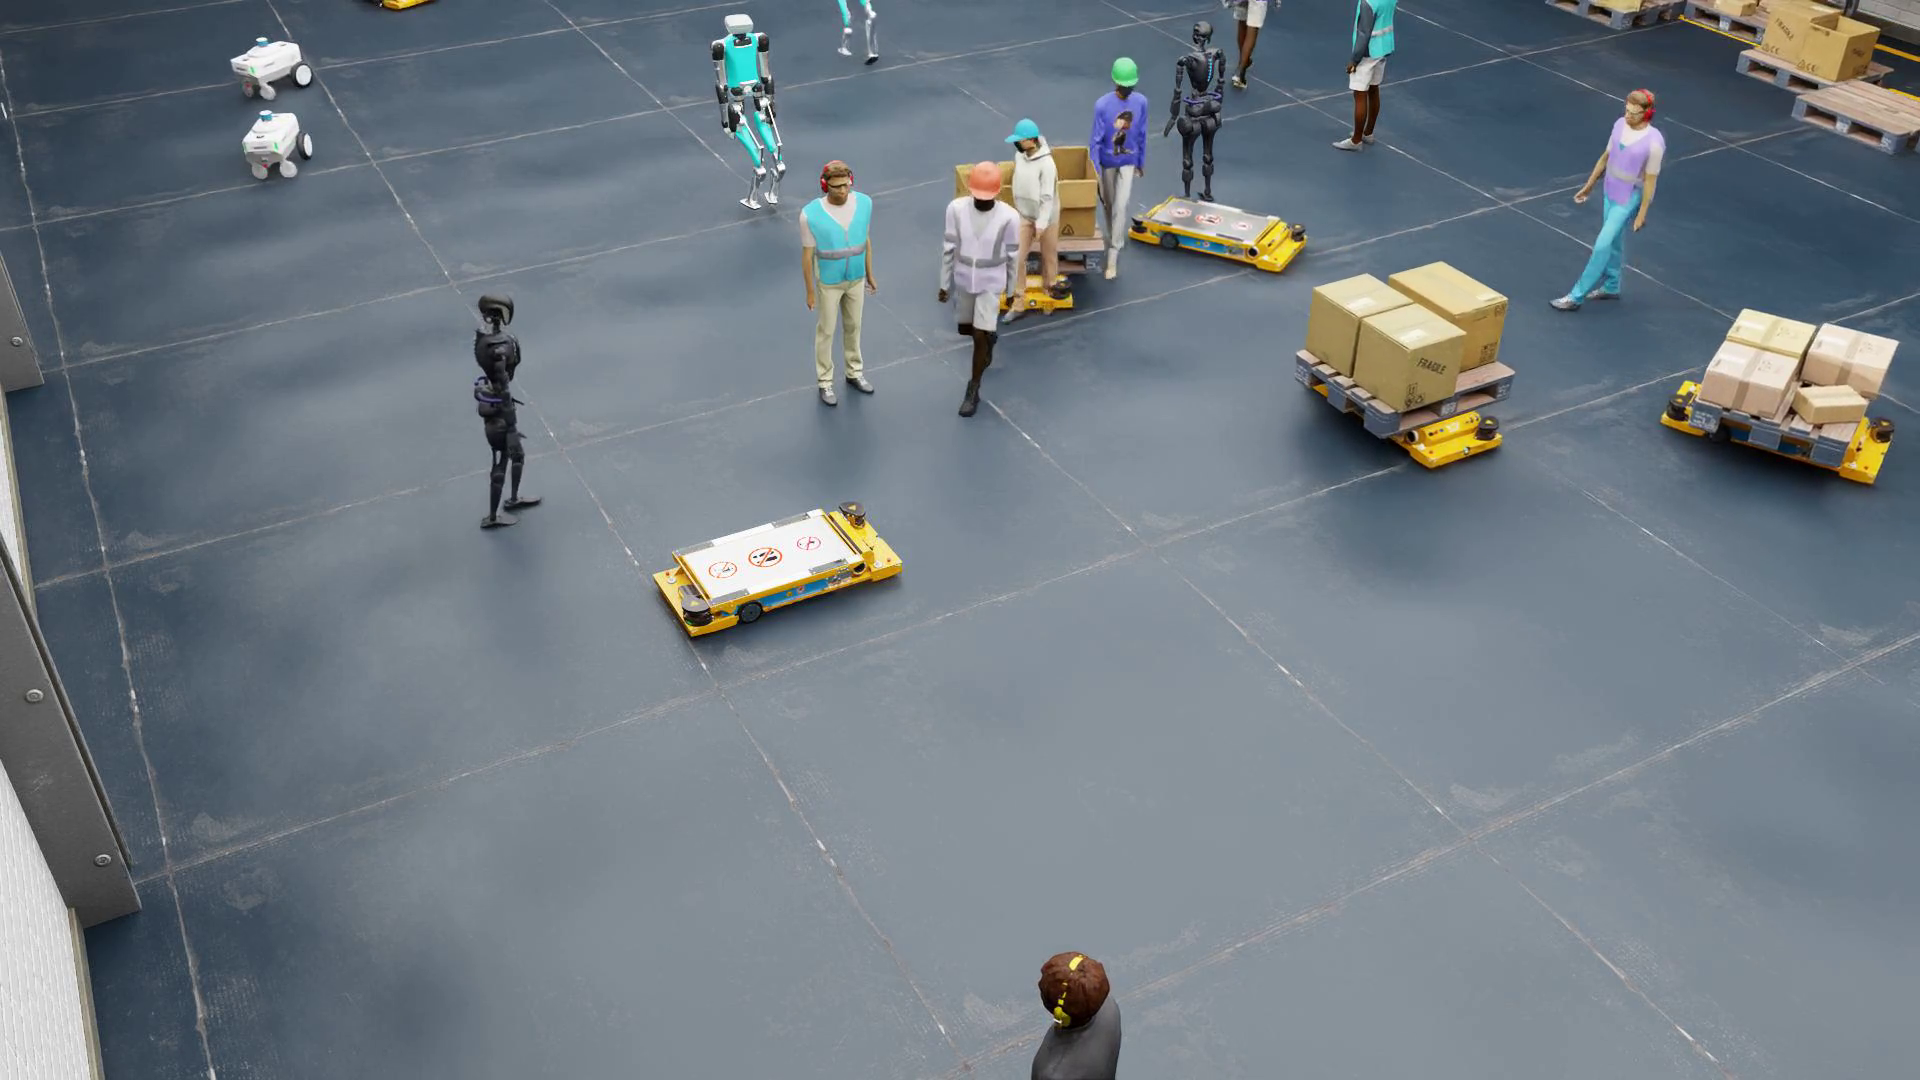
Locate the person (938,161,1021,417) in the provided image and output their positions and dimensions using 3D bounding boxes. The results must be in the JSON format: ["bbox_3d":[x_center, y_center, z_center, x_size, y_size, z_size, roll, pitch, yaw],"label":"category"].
[{"bbox_3d":[0.162,-1.893,11.998,0.575,1.899,0.791,11,36,15],"label":"person"}]

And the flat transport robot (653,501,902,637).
[{"bbox_3d":[-1.146,0.170,10.474,1.431,0.231,0.659,-17,39,-23],"label":"flat transport robot"}]

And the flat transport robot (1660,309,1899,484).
[{"bbox_3d":[5.844,-0.828,11.897,1.431,0.231,0.659,21,40,27],"label":"flat transport robot"}]

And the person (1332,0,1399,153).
[{"bbox_3d":[3.943,-4.685,15.950,0.418,1.941,0.552,27,43,33],"label":"person"}]

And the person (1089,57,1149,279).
[{"bbox_3d":[1.319,-3.191,13.949,0.479,1.836,0.895,3,35,4],"label":"person"}]

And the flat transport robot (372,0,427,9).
[{"bbox_3d":[-7.095,-6.799,20.422,1.431,0.231,0.659,22,41,28],"label":"flat transport robot"}]

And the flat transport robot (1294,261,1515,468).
[{"bbox_3d":[3.213,-1.005,12.150,0.659,0.231,1.431,-17,39,-23],"label":"flat transport robot"}]

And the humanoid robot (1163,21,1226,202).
[{"bbox_3d":[2.130,-3.829,14.943,0.599,1.657,0.315,-17,39,-23],"label":"humanoid robot"}]

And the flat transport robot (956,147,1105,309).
[{"bbox_3d":[0.566,-2.354,14.077,0.659,0.231,1.431,-1,35,-2],"label":"flat transport robot"}]

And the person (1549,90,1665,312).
[{"bbox_3d":[5.121,-2.681,13.198,0.769,1.819,0.600,-6,35,-8],"label":"person"}]

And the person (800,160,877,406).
[{"bbox_3d":[-0.878,-1.880,12.025,0.569,1.842,0.373,-21,40,-27],"label":"person"}]

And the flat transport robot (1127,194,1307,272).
[{"bbox_3d":[2.253,-2.697,14.566,1.431,0.231,0.659,18,39,24],"label":"flat transport robot"}]

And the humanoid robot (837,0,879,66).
[{"bbox_3d":[-1.114,-5.996,18.031,0.543,1.771,0.982,-17,38,-23],"label":"humanoid robot"}]

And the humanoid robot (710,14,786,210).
[{"bbox_3d":[-1.791,-3.701,14.604,0.533,1.677,0.735,-17,39,-23],"label":"humanoid robot"}]

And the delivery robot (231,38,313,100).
[{"bbox_3d":[-7.315,-5.021,17.629,0.523,0.587,0.742,17,38,22],"label":"delivery robot"}]

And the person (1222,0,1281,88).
[{"bbox_3d":[3.067,-5.782,17.533,0.608,1.926,0.957,14,38,20],"label":"person"}]

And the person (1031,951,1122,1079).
[{"bbox_3d":[0.394,2.201,6.174,0.356,1.875,0.494,13,37,18],"label":"person"}]

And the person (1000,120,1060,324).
[{"bbox_3d":[0.532,-2.476,13.050,0.435,1.639,0.709,20,40,26],"label":"person"}]

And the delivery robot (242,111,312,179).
[{"bbox_3d":[-6.561,-3.810,15.923,0.512,0.614,0.786,-1,35,-2],"label":"delivery robot"}]

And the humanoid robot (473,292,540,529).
[{"bbox_3d":[-2.993,-0.838,10.699,0.453,1.635,0.587,-12,37,-17],"label":"humanoid robot"}]
